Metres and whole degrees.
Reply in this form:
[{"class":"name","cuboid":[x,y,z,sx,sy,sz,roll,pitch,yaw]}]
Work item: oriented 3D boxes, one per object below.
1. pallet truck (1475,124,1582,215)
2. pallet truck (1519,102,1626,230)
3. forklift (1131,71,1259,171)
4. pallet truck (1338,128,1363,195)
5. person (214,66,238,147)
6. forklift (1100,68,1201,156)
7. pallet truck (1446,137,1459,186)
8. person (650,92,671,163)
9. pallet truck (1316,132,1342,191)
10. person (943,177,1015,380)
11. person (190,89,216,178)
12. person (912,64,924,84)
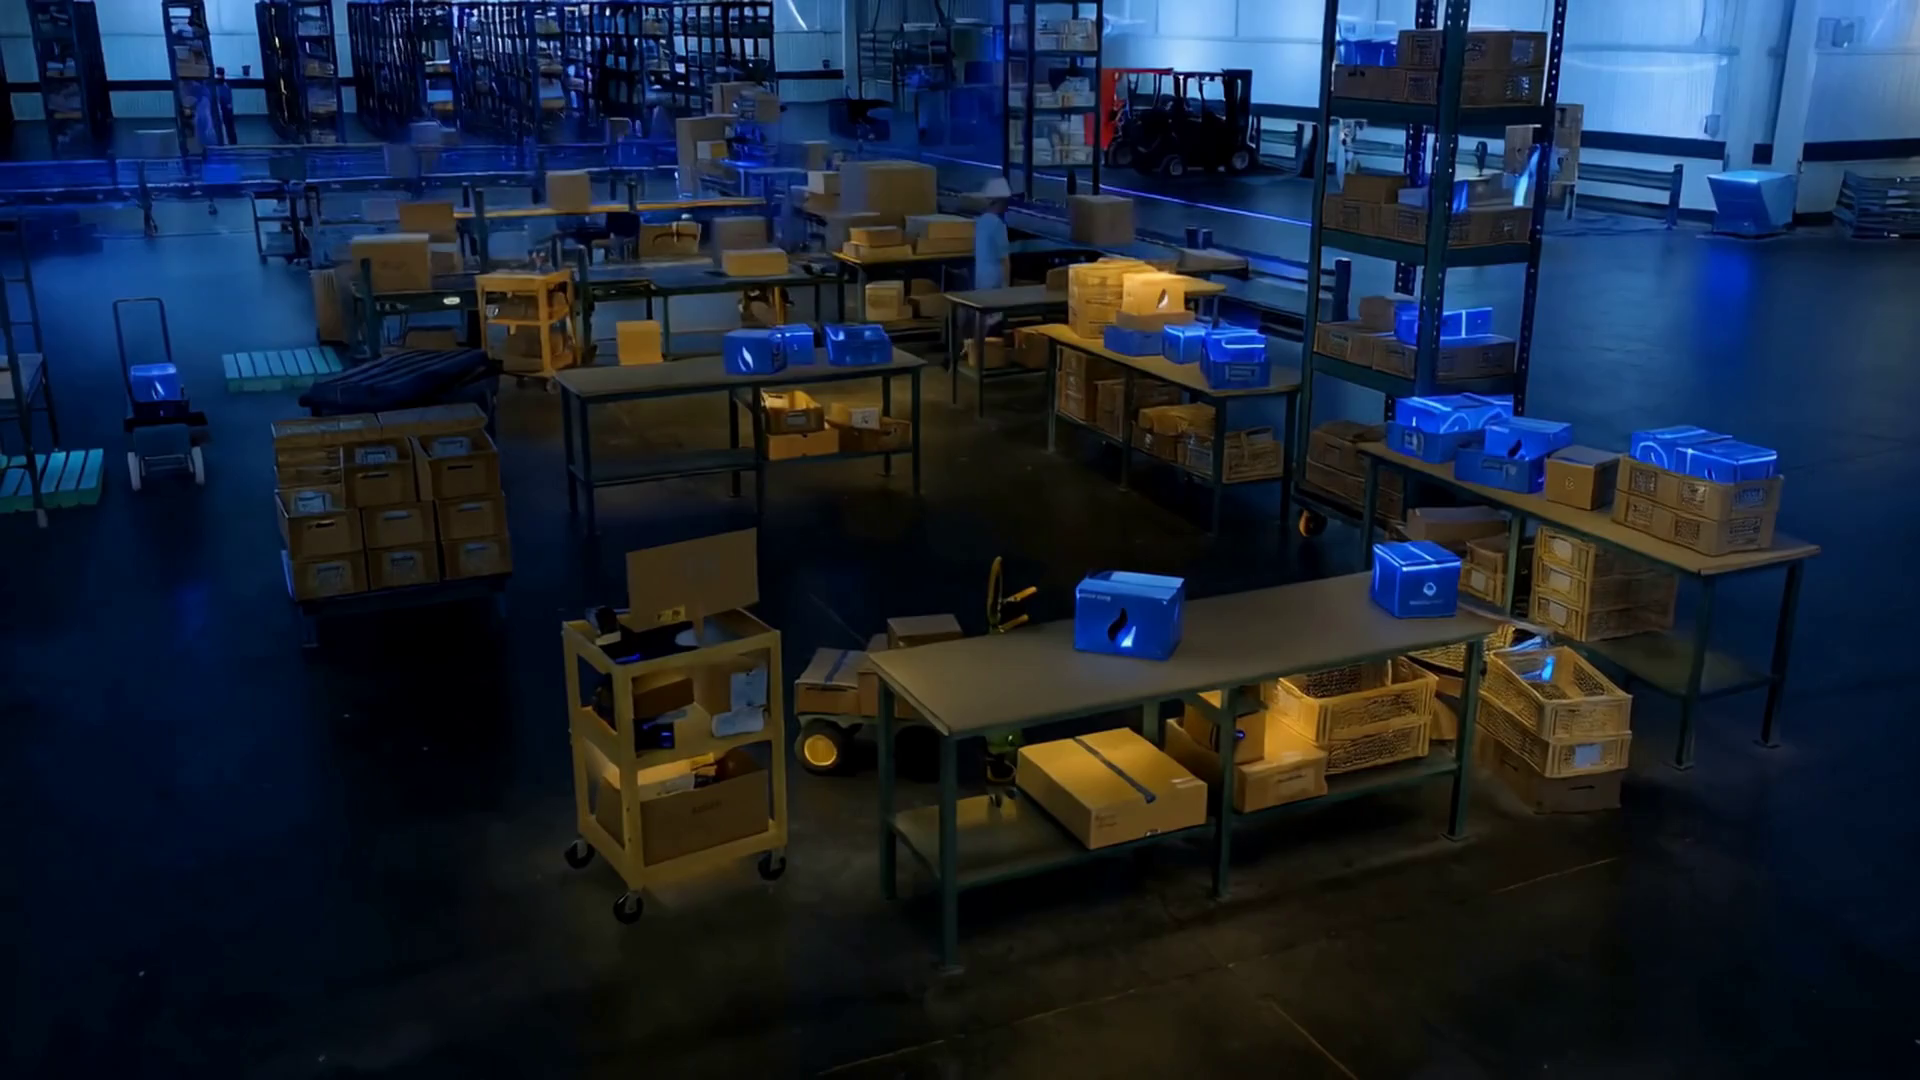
[{"class":"pallet truck","cuboid":[9.707,-6.455,28.103,1.885,1.965,0.823,-7,19,-20]},{"class":"pallet truck","cuboid":[9.972,-6.037,26.785,1.885,1.965,0.823,-9,20,-25]},{"class":"forklift","cuboid":[4.998,-8.936,35.413,2.680,1.987,1.157,-9,20,-25]},{"class":"pallet truck","cuboid":[7.845,-7.140,31.411,1.522,1.261,0.704,-9,20,-25]},{"class":"person","cuboid":[-18.716,-10.990,42.313,0.397,2.044,0.609,-1,18,-2]},{"class":"forklift","cuboid":[4.082,-9.564,37.410,2.680,1.987,1.157,-8,19,-23]},{"class":"pallet truck","cuboid":[9.184,-6.485,29.328,1.630,1.274,0.653,-8,19,-23]},{"class":"person","cuboid":[-6.393,-8.530,35.052,0.689,1.742,0.527,1,18,4]},{"class":"pallet truck","cuboid":[7.723,-7.504,32.656,1.601,1.201,0.680,-8,19,-23]},{"class":"person","cuboid":[0.225,-2.412,15.511,0.777,1.913,0.557,-5,18,-16]},{"class":"person","cuboid":[-15.761,-8.426,34.571,0.530,1.831,0.595,-9,20,-26]},{"class":"person","cuboid":[-1.162,-12.227,46.290,0.381,1.994,0.615,-3,18,-11]}]
